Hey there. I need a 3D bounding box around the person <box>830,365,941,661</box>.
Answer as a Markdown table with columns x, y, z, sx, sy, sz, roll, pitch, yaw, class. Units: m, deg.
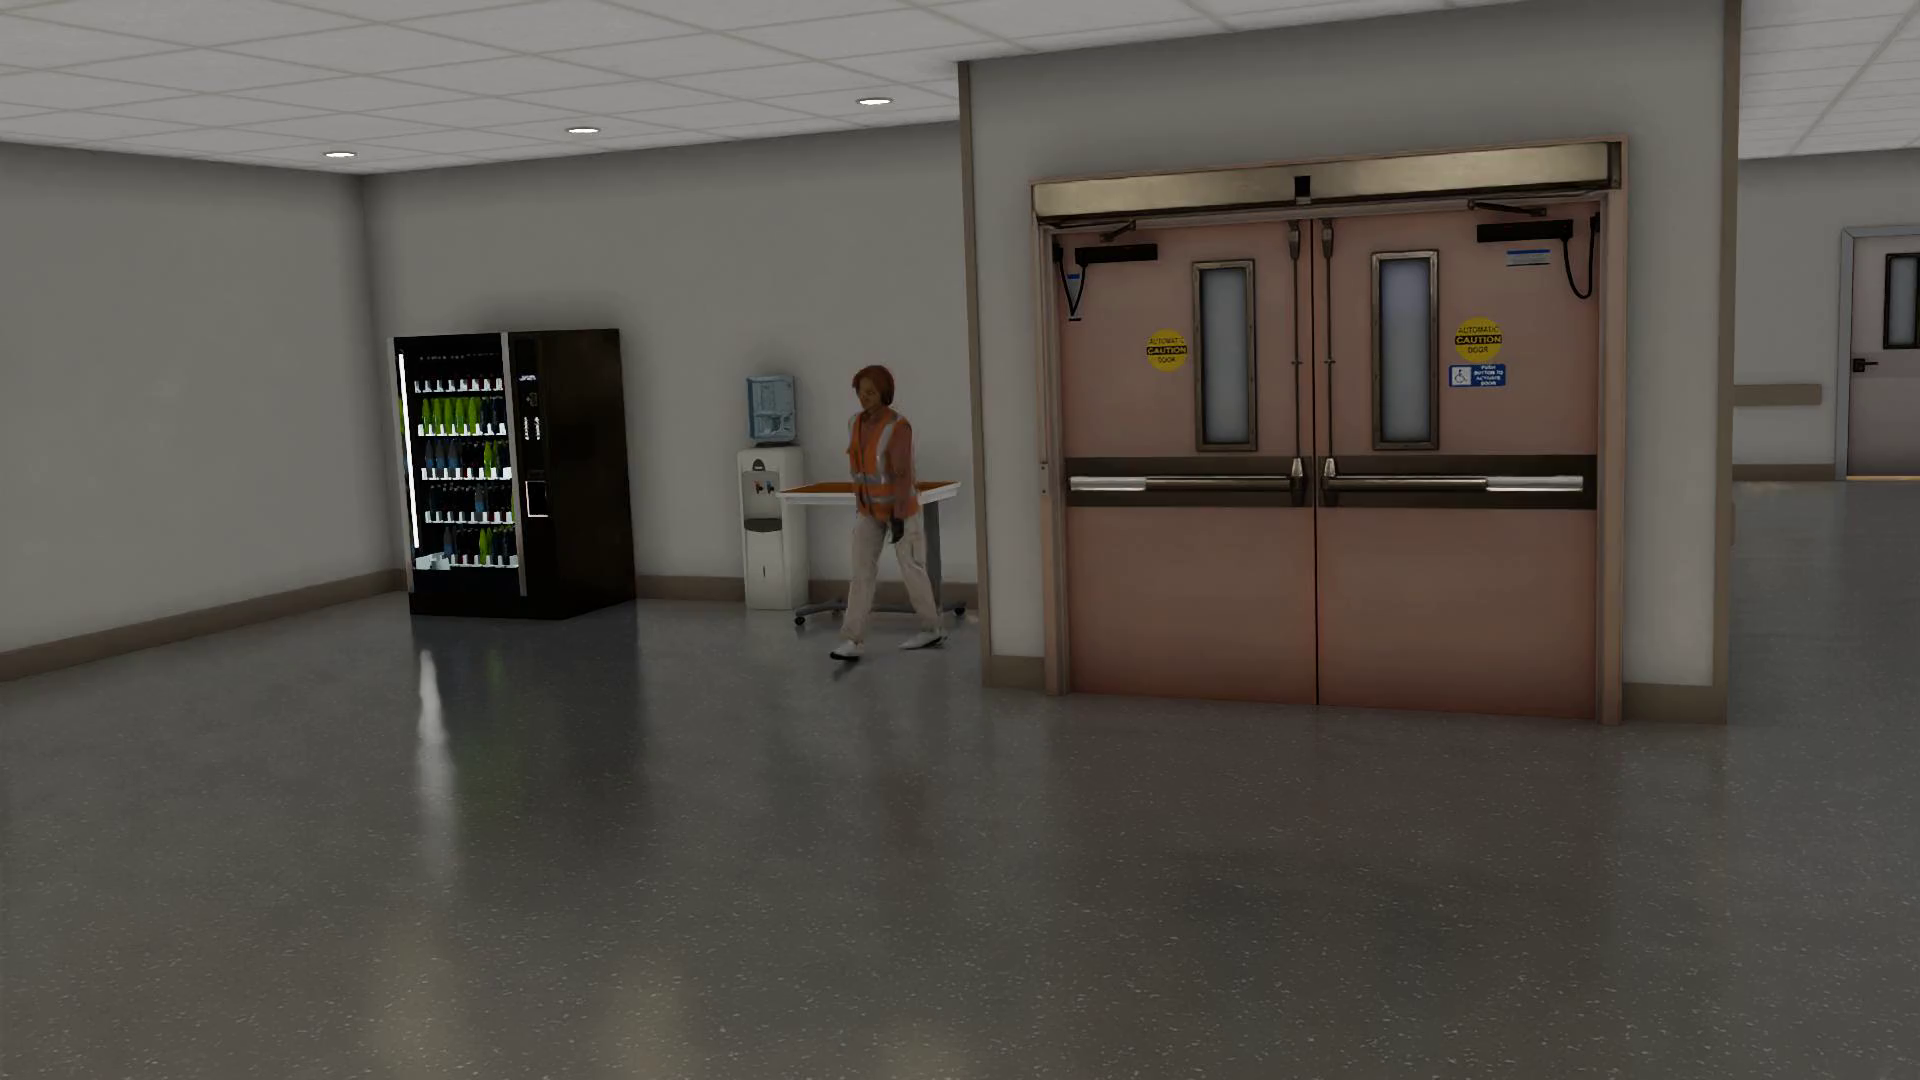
| x | y | z | sx | sy | sz | roll | pitch | yaw | class |
| --- | --- | --- | --- | --- | --- | --- | --- | --- | --- |
| -0.413 | -0.146 | 8.956 | 0.550 | 1.579 | 0.817 | 5 | 10 | 44 | person |
